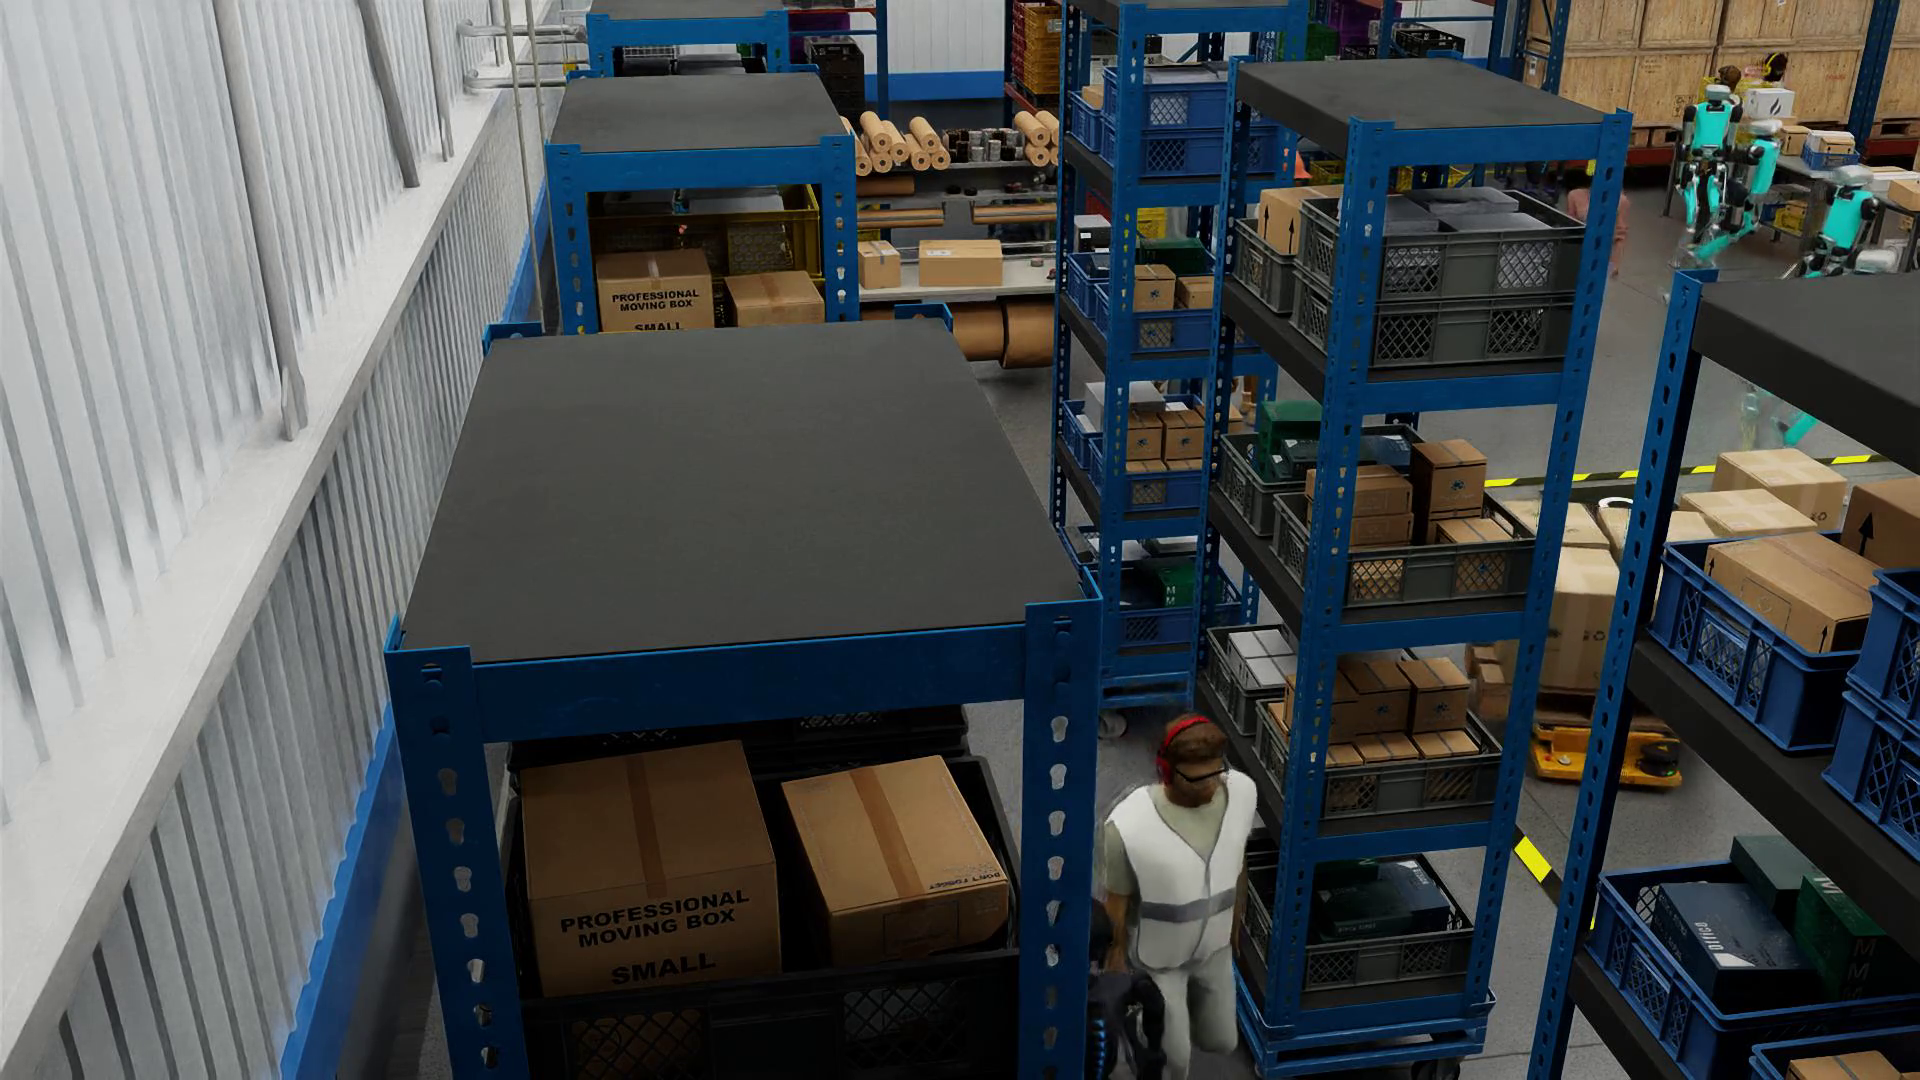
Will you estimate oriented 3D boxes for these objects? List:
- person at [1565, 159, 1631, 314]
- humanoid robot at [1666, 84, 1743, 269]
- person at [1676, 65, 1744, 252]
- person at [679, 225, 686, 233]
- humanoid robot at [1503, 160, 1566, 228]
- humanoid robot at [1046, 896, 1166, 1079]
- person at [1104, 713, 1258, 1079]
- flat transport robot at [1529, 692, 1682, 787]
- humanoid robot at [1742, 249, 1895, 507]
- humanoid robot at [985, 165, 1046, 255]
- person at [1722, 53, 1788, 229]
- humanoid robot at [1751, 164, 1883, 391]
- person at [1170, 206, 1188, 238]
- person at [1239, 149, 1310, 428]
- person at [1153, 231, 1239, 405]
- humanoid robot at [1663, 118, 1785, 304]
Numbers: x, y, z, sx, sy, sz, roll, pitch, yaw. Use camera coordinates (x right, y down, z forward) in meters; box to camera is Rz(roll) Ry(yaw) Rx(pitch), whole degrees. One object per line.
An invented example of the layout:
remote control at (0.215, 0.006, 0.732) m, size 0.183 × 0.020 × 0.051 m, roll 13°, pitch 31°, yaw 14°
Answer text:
person at (5.062, -2.243, 13.421) m, size 0.539 × 1.725 × 0.863 m, roll 16°, pitch 29°, yaw 31°
humanoid robot at (7.158, -3.428, 15.941) m, size 0.544 × 1.760 × 0.675 m, roll 4°, pitch 25°, yaw 9°
person at (7.587, -3.828, 16.733) m, size 0.510 × 1.844 × 0.335 m, roll -22°, pitch 33°, yaw -40°
person at (-1.775, -1.111, 10.740) m, size 0.410 × 1.928 × 0.538 m, roll 2°, pitch 25°, yaw 4°
humanoid robot at (5.234, -3.057, 15.261) m, size 0.612 × 1.648 × 0.403 m, roll -4°, pitch 25°, yaw -9°
humanoid robot at (0.326, 1.762, 4.836) m, size 0.592 × 1.628 × 0.685 m, roll -10°, pitch 26°, yaw -20°
person at (0.697, 1.336, 5.531) m, size 0.580 × 1.819 × 0.592 m, roll -13°, pitch 28°, yaw -26°
flat transport robot at (3.199, 0.788, 8.553) m, size 0.652 × 0.197 × 1.431 m, roll 3°, pitch 25°, yaw 7°
humanoid robot at (5.534, -1.073, 10.957) m, size 1.039 × 1.769 × 0.533 m, roll 14°, pitch 28°, yaw 27°
humanoid robot at (0.521, -2.685, 14.487) m, size 0.608 × 1.632 × 0.723 m, roll -9°, pitch 26°, yaw -18°
person at (8.466, -4.334, 17.876) m, size 0.536 × 1.821 × 0.899 m, roll -10°, pitch 27°, yaw -21°
humanoid robot at (6.517, -1.947, 12.899) m, size 0.804 × 1.887 × 0.542 m, roll -4°, pitch 25°, yaw -9°
person at (2.185, -3.796, 16.654) m, size 0.558 × 1.848 × 0.681 m, roll -4°, pitch 25°, yaw -8°
person at (2.290, -1.832, 12.161) m, size 0.389 × 2.044 × 0.606 m, roll 0°, pitch 25°, yaw 1°
person at (1.538, -1.105, 10.807) m, size 0.597 × 1.850 × 0.384 m, roll -3°, pitch 25°, yaw -7°
humanoid robot at (6.769, -2.864, 14.867) m, size 0.548 × 1.858 × 0.856 m, roll -22°, pitch 32°, yaw -39°
